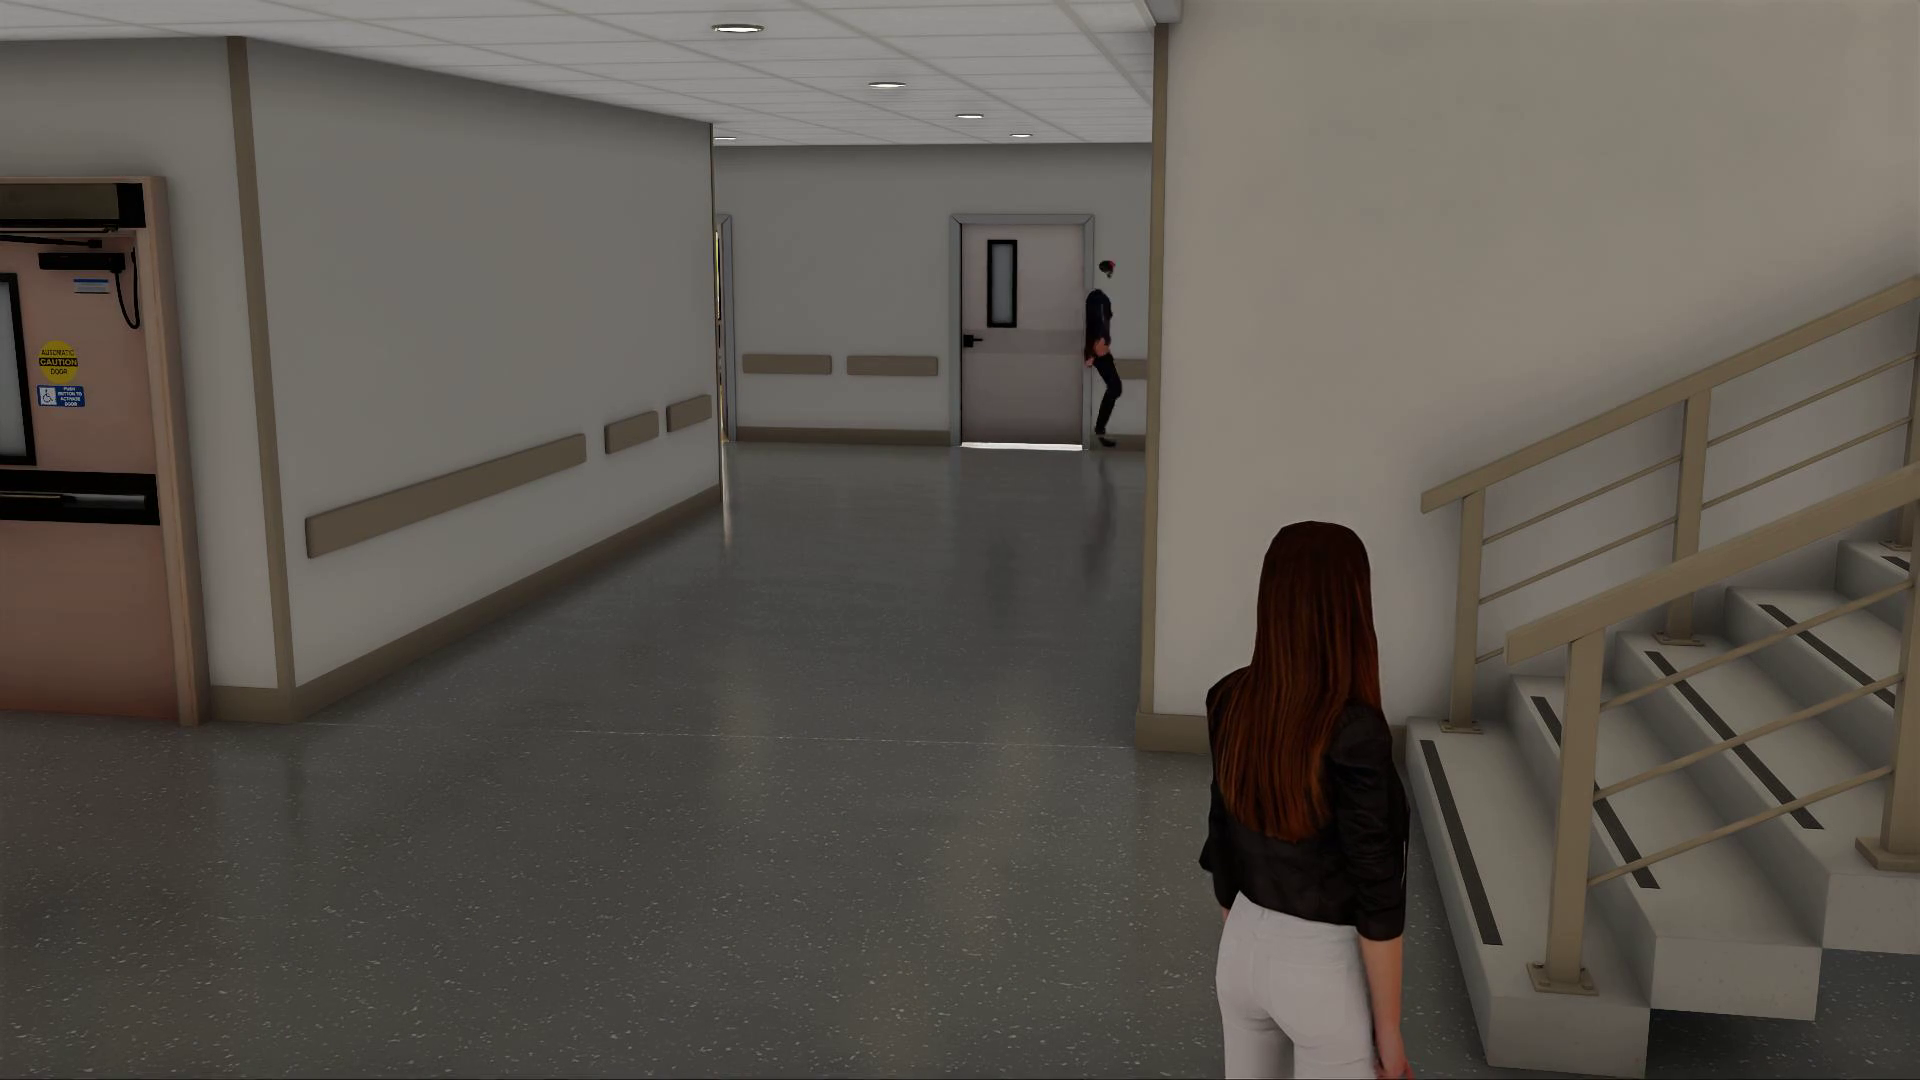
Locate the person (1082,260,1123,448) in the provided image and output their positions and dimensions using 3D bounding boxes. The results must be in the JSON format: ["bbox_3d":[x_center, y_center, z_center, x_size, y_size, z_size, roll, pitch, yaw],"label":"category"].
[{"bbox_3d":[1.335,-1.855,16.605,0.731,1.872,0.766,4,11,20],"label":"person"}]

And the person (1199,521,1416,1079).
[{"bbox_3d":[0.625,0.800,3.062,0.722,1.704,0.664,-7,13,-34],"label":"person"}]
